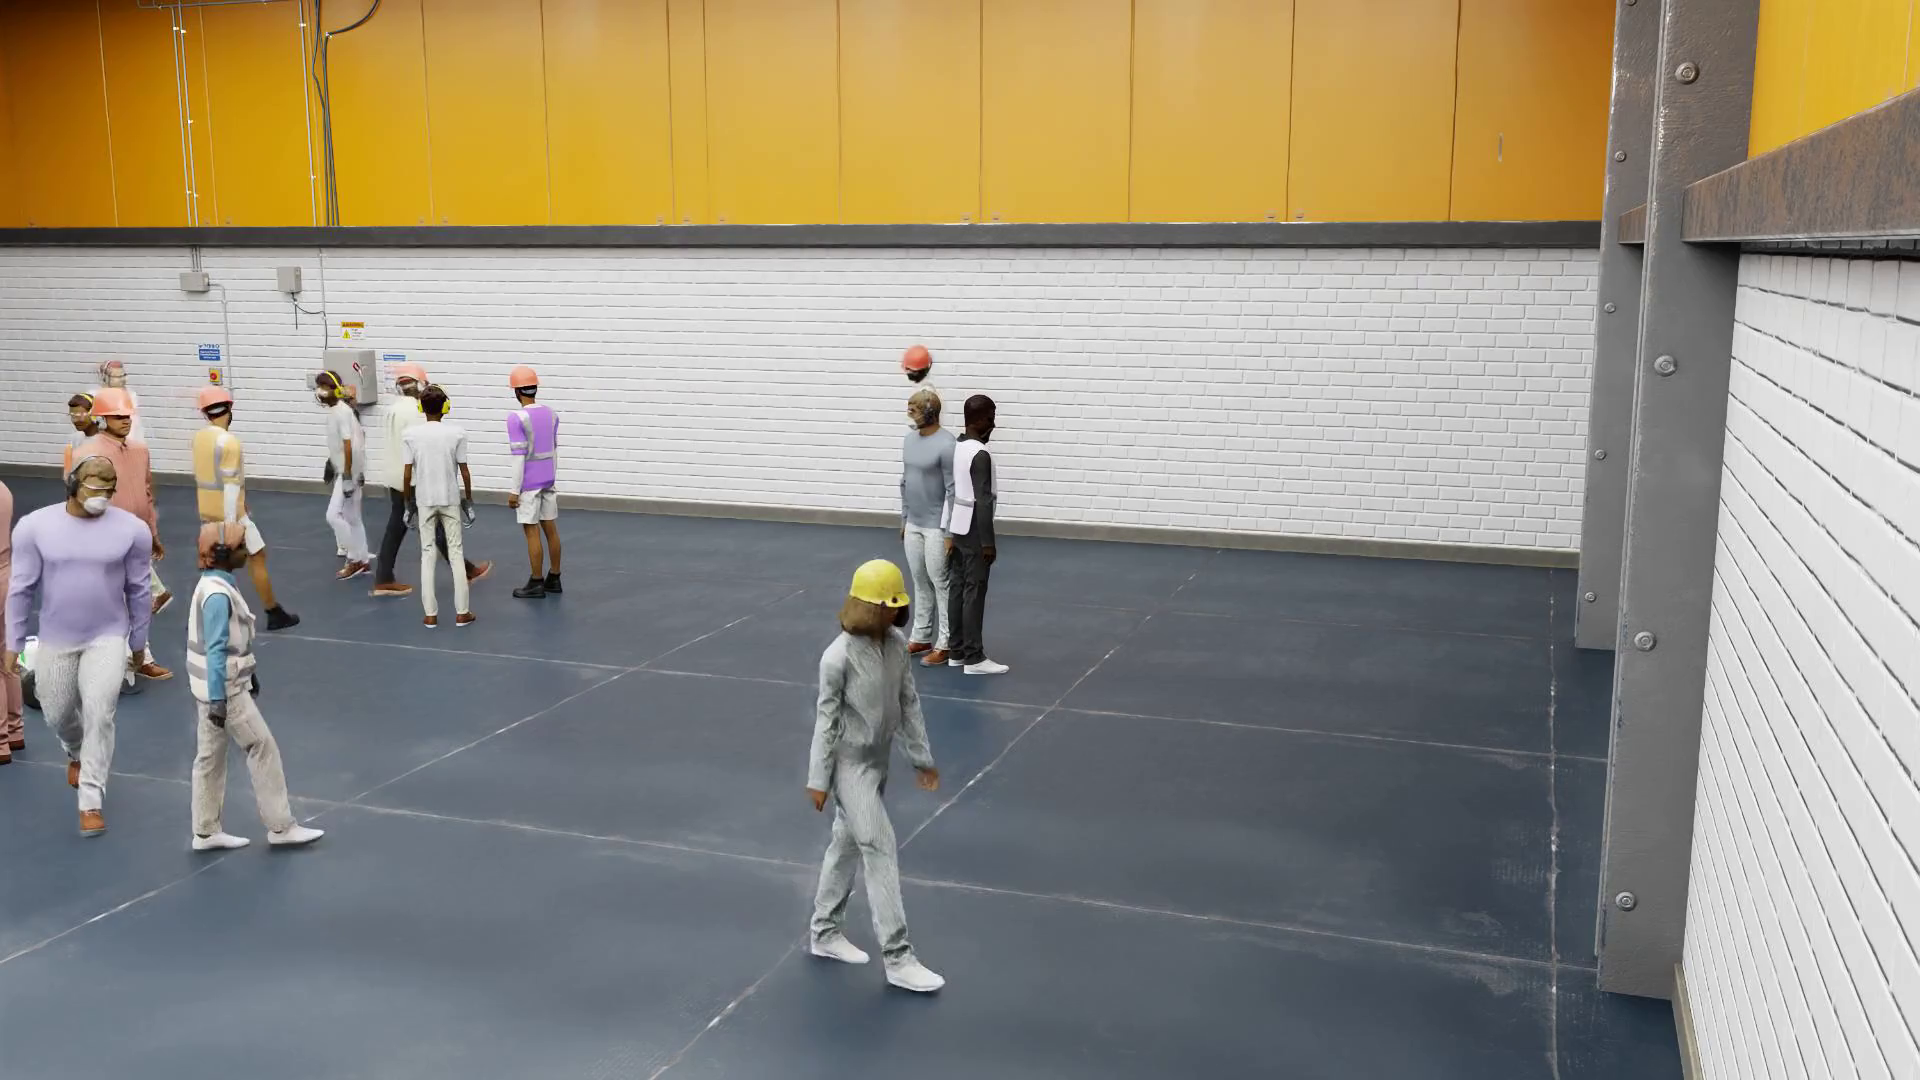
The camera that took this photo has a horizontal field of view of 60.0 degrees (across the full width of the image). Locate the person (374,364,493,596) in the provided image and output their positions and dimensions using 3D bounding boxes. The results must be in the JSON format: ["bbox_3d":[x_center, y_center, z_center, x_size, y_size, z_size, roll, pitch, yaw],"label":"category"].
[{"bbox_3d":[-4.513,-0.509,14.008,1.013,1.924,0.656,-7,12,-35],"label":"person"}]

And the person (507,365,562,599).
[{"bbox_3d":[-3.559,-0.477,13.807,0.375,1.934,0.547,5,11,26],"label":"person"}]

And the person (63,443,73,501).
[{"bbox_3d":[-6.793,-0.250,13.214,0.558,1.682,0.641,-5,11,-24],"label":"person"}]

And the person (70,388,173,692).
[{"bbox_3d":[-5.542,-0.011,11.007,0.379,1.996,0.611,3,11,18],"label":"person"}]

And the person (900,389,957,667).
[{"bbox_3d":[-0.211,-0.088,11.612,0.378,1.937,0.628,-7,12,-35],"label":"person"}]

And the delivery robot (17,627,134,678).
[{"bbox_3d":[-5.712,0.710,10.739,0.707,0.478,0.477,-8,13,-39],"label":"delivery robot"}]

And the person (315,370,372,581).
[{"bbox_3d":[-5.454,-0.580,14.636,0.439,1.848,0.703,-5,11,-25],"label":"person"}]

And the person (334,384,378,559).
[{"bbox_3d":[-5.699,-0.631,15.505,0.308,1.640,0.511,-9,14,-42],"label":"person"}]

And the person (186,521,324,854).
[{"bbox_3d":[-3.413,0.707,8.010,0.698,1.610,0.546,-5,11,-25],"label":"person"}]

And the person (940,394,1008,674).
[{"bbox_3d":[0.078,-0.040,11.406,0.391,1.913,0.588,-4,11,-22],"label":"person"}]

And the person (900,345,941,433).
[{"bbox_3d":[-0.330,-0.882,15.939,0.498,1.989,0.779,0,10,-1],"label":"person"}]

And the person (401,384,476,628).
[{"bbox_3d":[-4.002,-0.259,12.762,0.533,1.868,0.310,-2,10,-13],"label":"person"}]

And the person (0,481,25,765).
[{"bbox_3d":[-5.557,0.324,9.371,0.409,1.907,0.651,-2,10,-12],"label":"person"}]

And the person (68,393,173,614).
[{"bbox_3d":[-6.559,-0.237,12.860,0.544,1.816,1.035,5,11,26],"label":"person"}]

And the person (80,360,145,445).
[{"bbox_3d":[-8.156,-0.794,15.812,0.840,1.868,0.664,2,10,9],"label":"person"}]

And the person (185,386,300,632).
[{"bbox_3d":[-5.496,-0.220,12.519,0.551,1.878,0.748,6,12,31],"label":"person"}]

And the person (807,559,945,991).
[{"bbox_3d":[-0.304,0.917,6.604,0.812,1.700,0.485,5,11,28],"label":"person"}]

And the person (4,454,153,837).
[{"bbox_3d":[-4.453,0.492,8.463,0.703,1.898,0.812,-5,11,-24],"label":"person"}]
